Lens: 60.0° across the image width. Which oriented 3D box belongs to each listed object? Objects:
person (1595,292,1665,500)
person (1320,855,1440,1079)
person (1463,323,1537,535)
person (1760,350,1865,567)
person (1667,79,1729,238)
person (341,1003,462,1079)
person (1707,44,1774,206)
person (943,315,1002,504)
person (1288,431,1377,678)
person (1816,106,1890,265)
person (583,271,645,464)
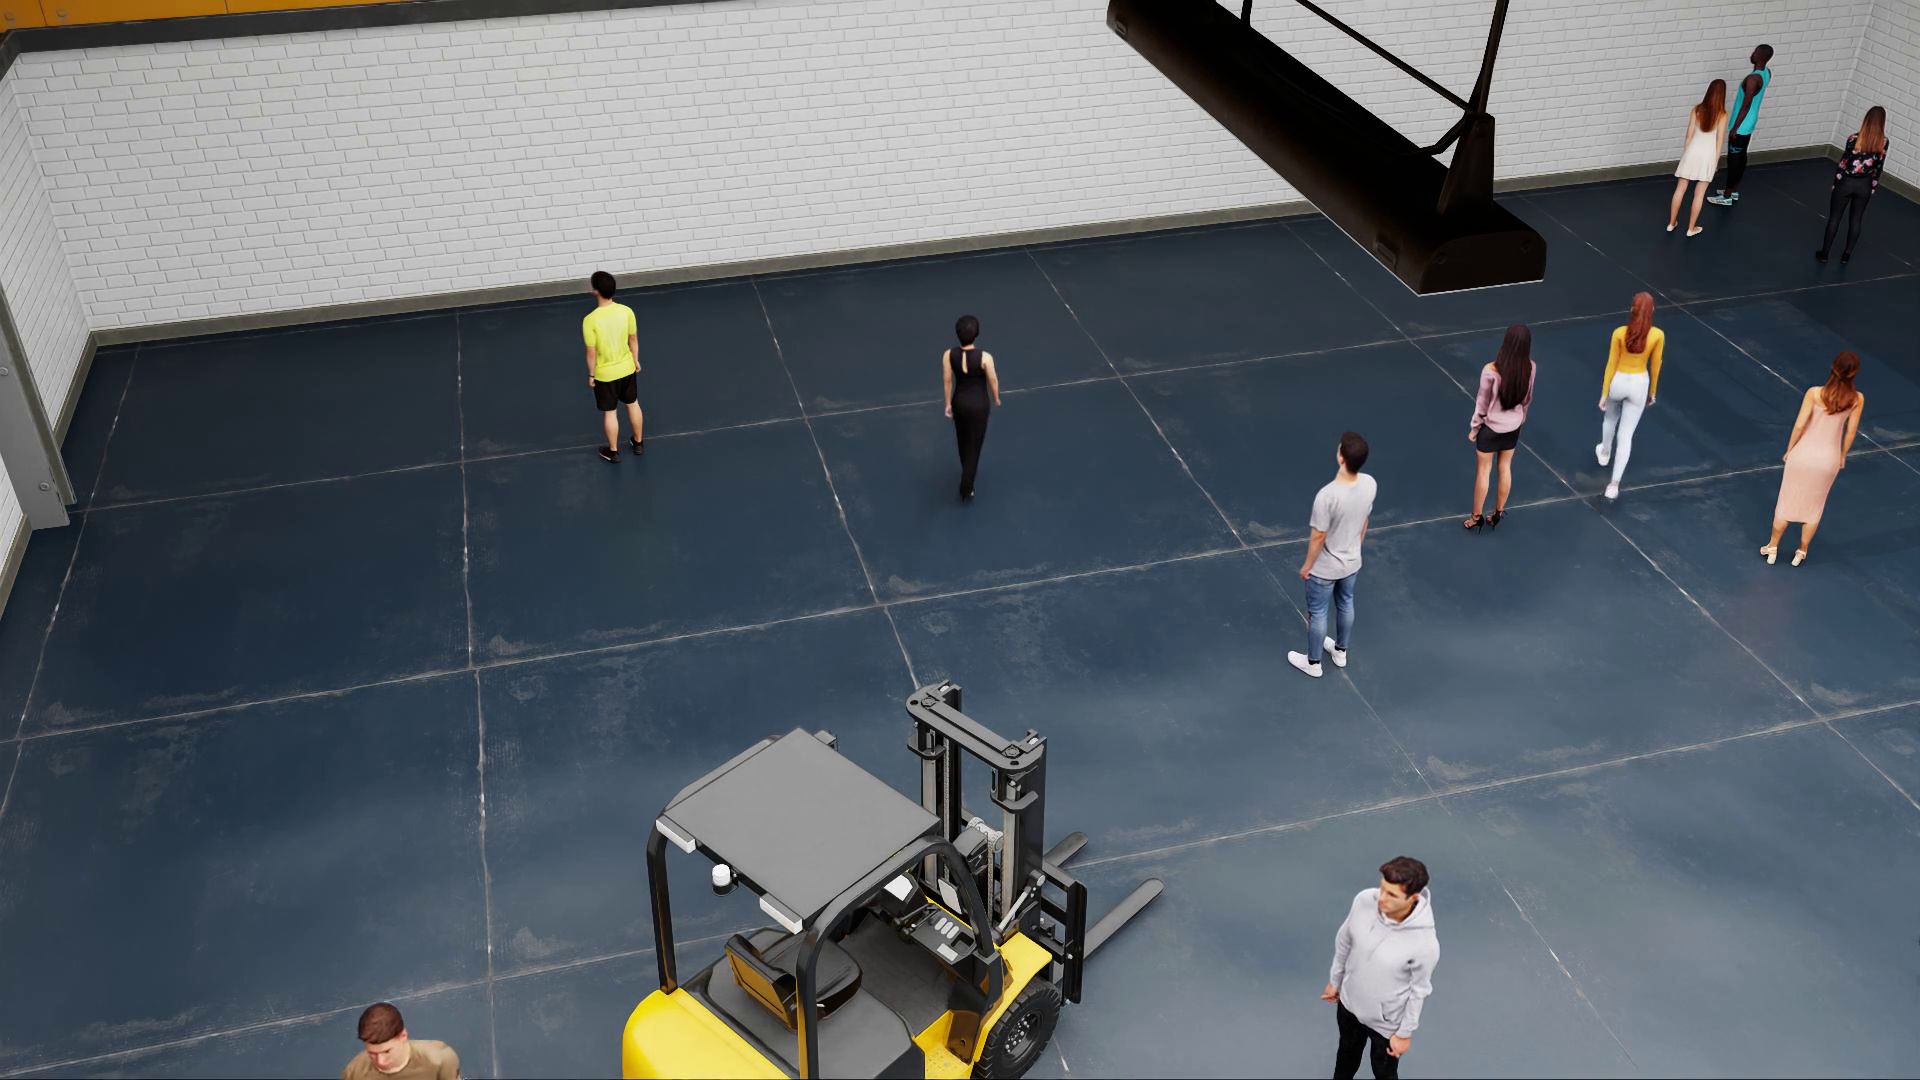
[{"bbox_3d":[5.412,-1.134,13.503,1.030,1.697,1.303,9,35,13],"label":"person"},{"bbox_3d":[2.058,2.263,8.180,0.831,1.931,0.703,-25,41,-33],"label":"person"},{"bbox_3d":[4.214,-0.857,12.982,0.632,1.811,0.549,-5,34,-7],"label":"person"},{"bbox_3d":[6.473,-0.612,12.595,0.655,1.832,0.671,10,35,14],"label":"person"},{"bbox_3d":[8.020,-4.152,18.029,0.624,1.712,0.708,25,41,33],"label":"person"},{"bbox_3d":[-2.440,2.696,7.616,0.686,1.835,0.981,-7,34,-10],"label":"person"},{"bbox_3d":[8.833,-4.679,18.733,0.703,1.810,0.700,27,42,35],"label":"person"},{"bbox_3d":[0.075,-1.032,13.465,0.893,1.568,1.016,11,35,16],"label":"person"},{"bbox_3d":[2.589,0.101,11.473,0.733,1.888,0.657,-18,38,-25],"label":"person"},{"bbox_3d":[9.359,-3.715,17.398,0.654,1.683,0.660,8,34,12],"label":"person"},{"bbox_3d":[-2.907,-1.461,13.984,0.681,1.708,0.641,-20,39,-27],"label":"person"}]
